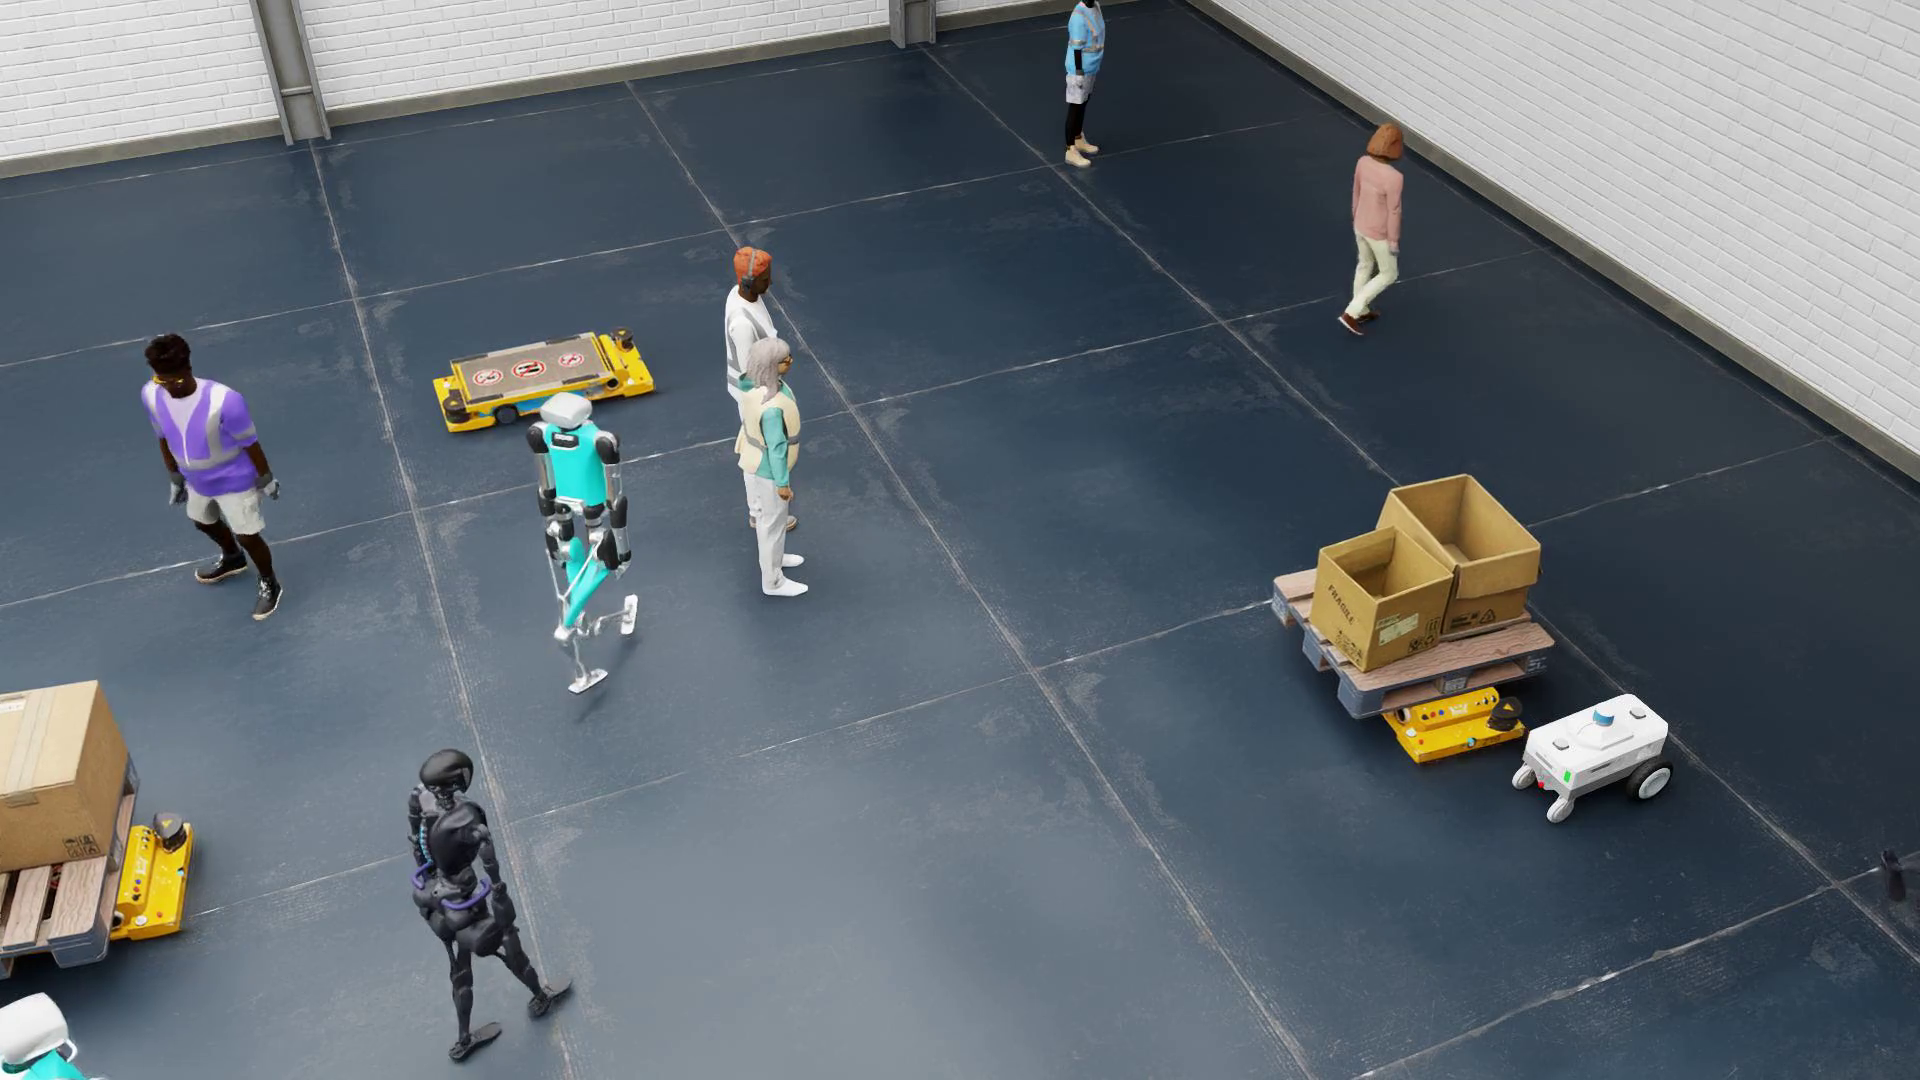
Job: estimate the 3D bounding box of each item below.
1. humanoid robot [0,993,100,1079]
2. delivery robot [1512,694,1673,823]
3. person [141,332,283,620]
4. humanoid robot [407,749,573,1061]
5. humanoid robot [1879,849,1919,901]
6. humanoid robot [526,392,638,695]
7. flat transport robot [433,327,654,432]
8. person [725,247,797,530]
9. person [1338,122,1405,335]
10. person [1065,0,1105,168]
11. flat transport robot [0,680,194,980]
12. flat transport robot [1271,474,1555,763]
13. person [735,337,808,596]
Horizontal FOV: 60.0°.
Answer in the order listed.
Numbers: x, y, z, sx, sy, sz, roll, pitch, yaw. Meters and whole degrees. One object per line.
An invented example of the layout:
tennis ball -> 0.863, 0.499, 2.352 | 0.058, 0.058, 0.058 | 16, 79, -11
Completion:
humanoid robot -> -3.013, 2.202, 6.188 | 0.538, 1.779, 0.682 | 25, 44, 29
delivery robot -> 3.296, 1.092, 8.625 | 0.794, 0.603, 0.499 | -17, 41, -20
person -> -4.249, -0.401, 9.454 | 0.730, 1.922, 0.561 | 10, 39, 13
humanoid robot -> -2.097, 1.531, 7.138 | 0.614, 1.642, 0.611 | 24, 43, 27
humanoid robot -> 4.754, 1.125, 7.663 | 0.612, 1.645, 0.458 | -27, 45, -31
humanoid robot -> -2.092, 0.098, 8.949 | 0.566, 1.724, 1.045 | 13, 39, 16
flat transport robot -> -2.951, -1.137, 11.753 | 1.431, 0.231, 0.659 | -14, 40, -18
person -> -1.233, -0.922, 10.147 | 0.356, 1.887, 0.571 | -4, 38, -5
person -> 3.019, -2.247, 12.080 | 0.447, 1.621, 0.541 | -15, 40, -18
person -> 1.083, -4.105, 14.443 | 0.317, 1.695, 0.539 | 12, 39, 15
flat transport robot -> -4.510, 1.728, 8.024 | 1.431, 0.231, 0.659 | -9, 38, -11
flat transport robot -> 2.520, 0.656, 9.420 | 0.659, 0.231, 1.431 | -12, 39, -15
person -> -1.099, -0.422, 9.647 | 0.377, 1.699, 0.456 | -9, 38, -11
